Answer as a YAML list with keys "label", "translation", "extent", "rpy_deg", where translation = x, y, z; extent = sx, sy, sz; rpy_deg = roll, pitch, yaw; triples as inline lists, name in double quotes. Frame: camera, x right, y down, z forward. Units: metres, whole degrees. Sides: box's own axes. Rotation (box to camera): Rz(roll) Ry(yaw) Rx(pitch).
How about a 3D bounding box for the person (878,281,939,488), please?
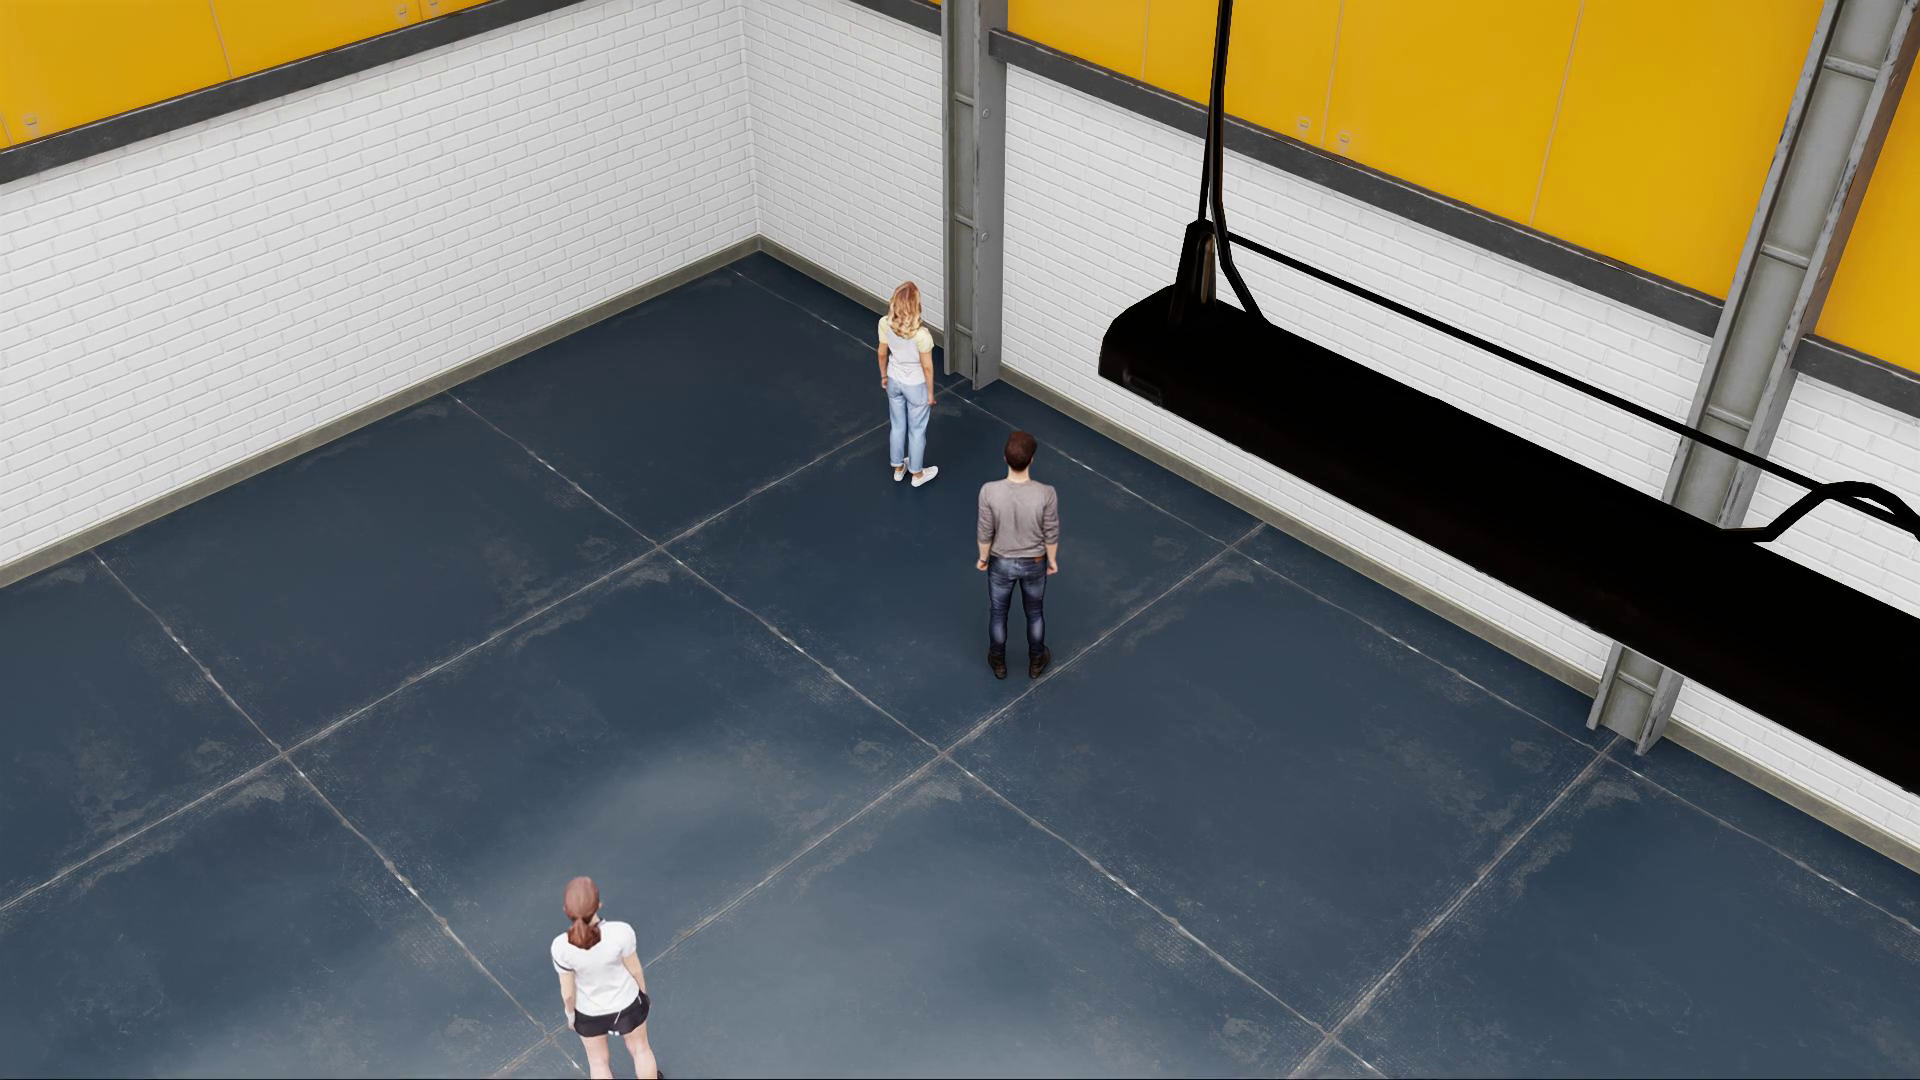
- label: "person"
  translation: [-0.391, -1.167, 12.497]
  extent: [0.568, 1.722, 0.742]
  rpy_deg: [20, 43, 23]

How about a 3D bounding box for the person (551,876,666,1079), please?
- label: "person"
  translation: [-1.733, 2.280, 8.156]
  extent: [0.654, 1.752, 0.682]
  rpy_deg: [-11, 40, -13]

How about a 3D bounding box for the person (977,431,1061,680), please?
- label: "person"
  translation: [0.372, 0.130, 10.727]
  extent: [0.758, 1.903, 0.826]
  rpy_deg: [1, 39, 2]
